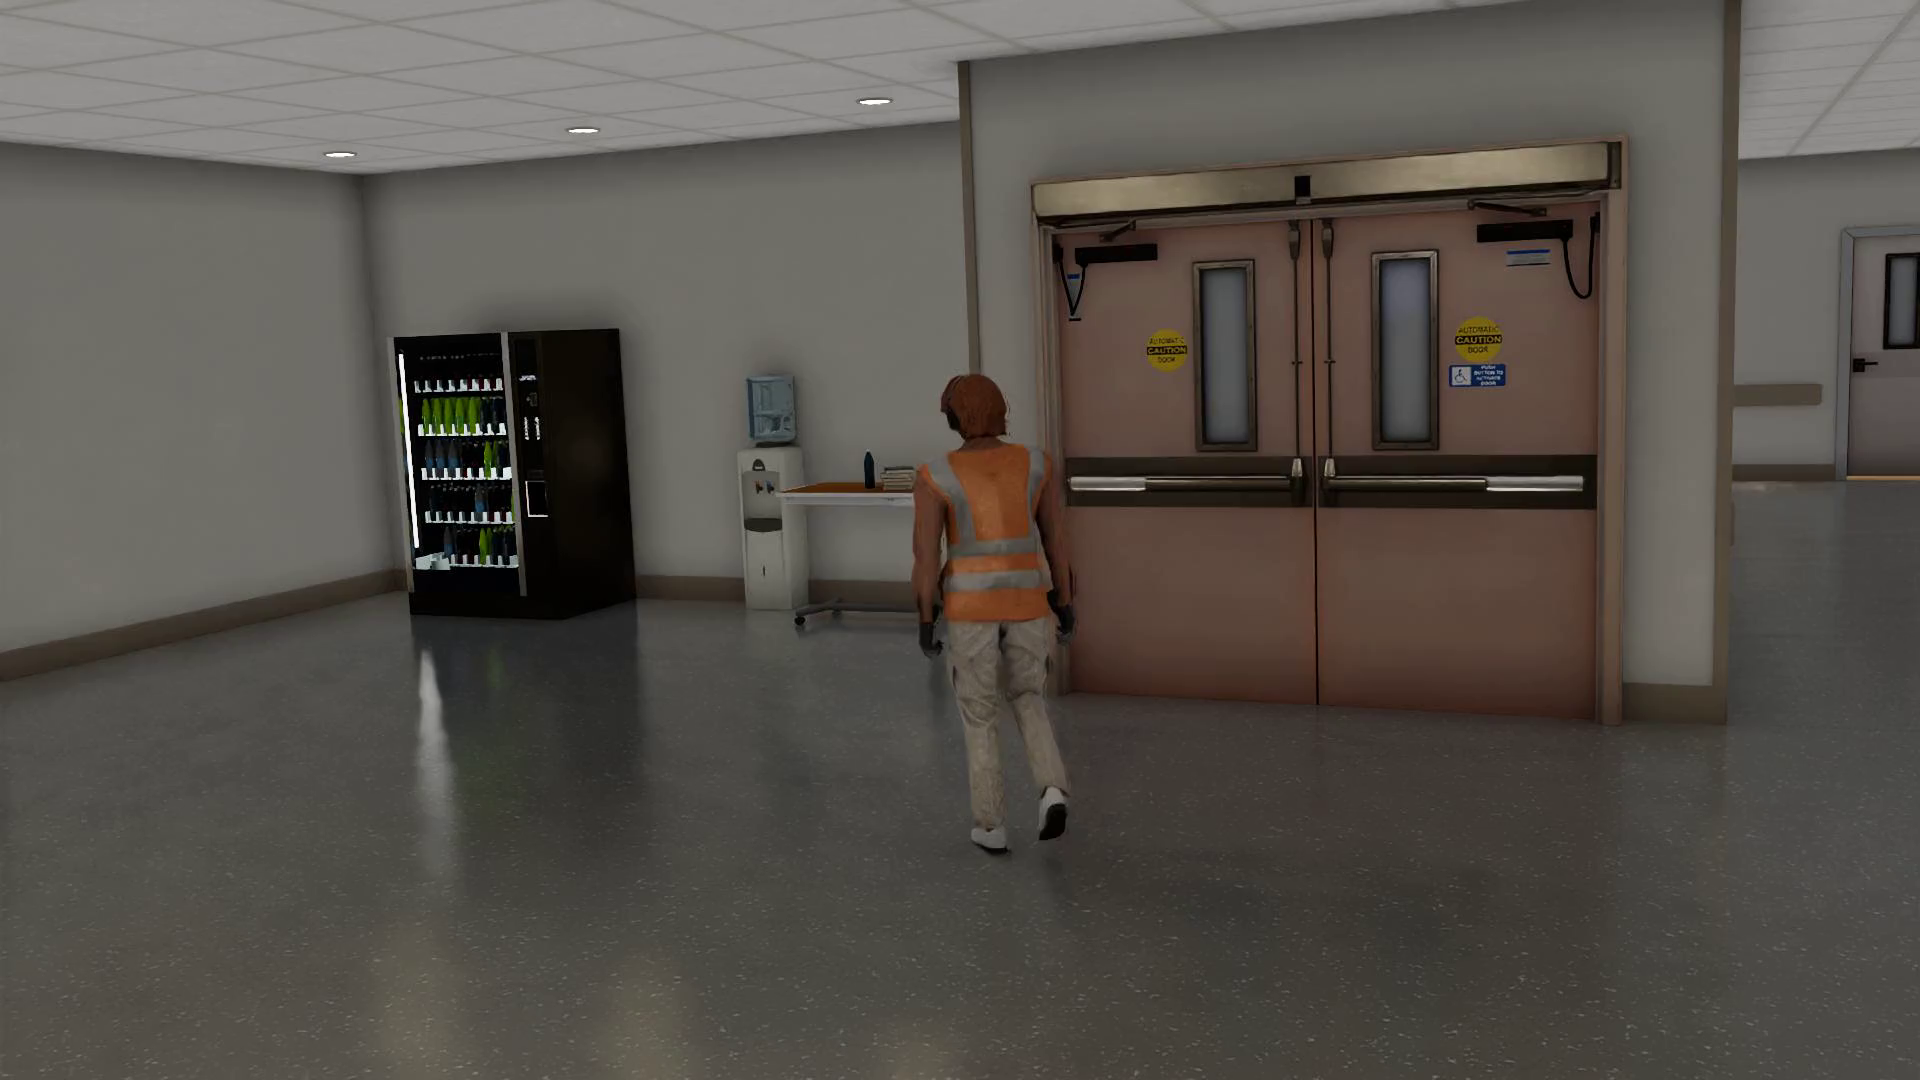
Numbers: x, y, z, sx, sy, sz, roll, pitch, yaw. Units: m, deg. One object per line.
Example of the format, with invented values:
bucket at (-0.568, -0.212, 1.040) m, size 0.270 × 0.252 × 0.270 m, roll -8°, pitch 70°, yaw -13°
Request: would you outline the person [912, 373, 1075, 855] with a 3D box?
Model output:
person at (0.121, 0.252, 5.570) m, size 0.542 × 1.620 × 0.397 m, roll -5°, pitch 8°, yaw -19°
